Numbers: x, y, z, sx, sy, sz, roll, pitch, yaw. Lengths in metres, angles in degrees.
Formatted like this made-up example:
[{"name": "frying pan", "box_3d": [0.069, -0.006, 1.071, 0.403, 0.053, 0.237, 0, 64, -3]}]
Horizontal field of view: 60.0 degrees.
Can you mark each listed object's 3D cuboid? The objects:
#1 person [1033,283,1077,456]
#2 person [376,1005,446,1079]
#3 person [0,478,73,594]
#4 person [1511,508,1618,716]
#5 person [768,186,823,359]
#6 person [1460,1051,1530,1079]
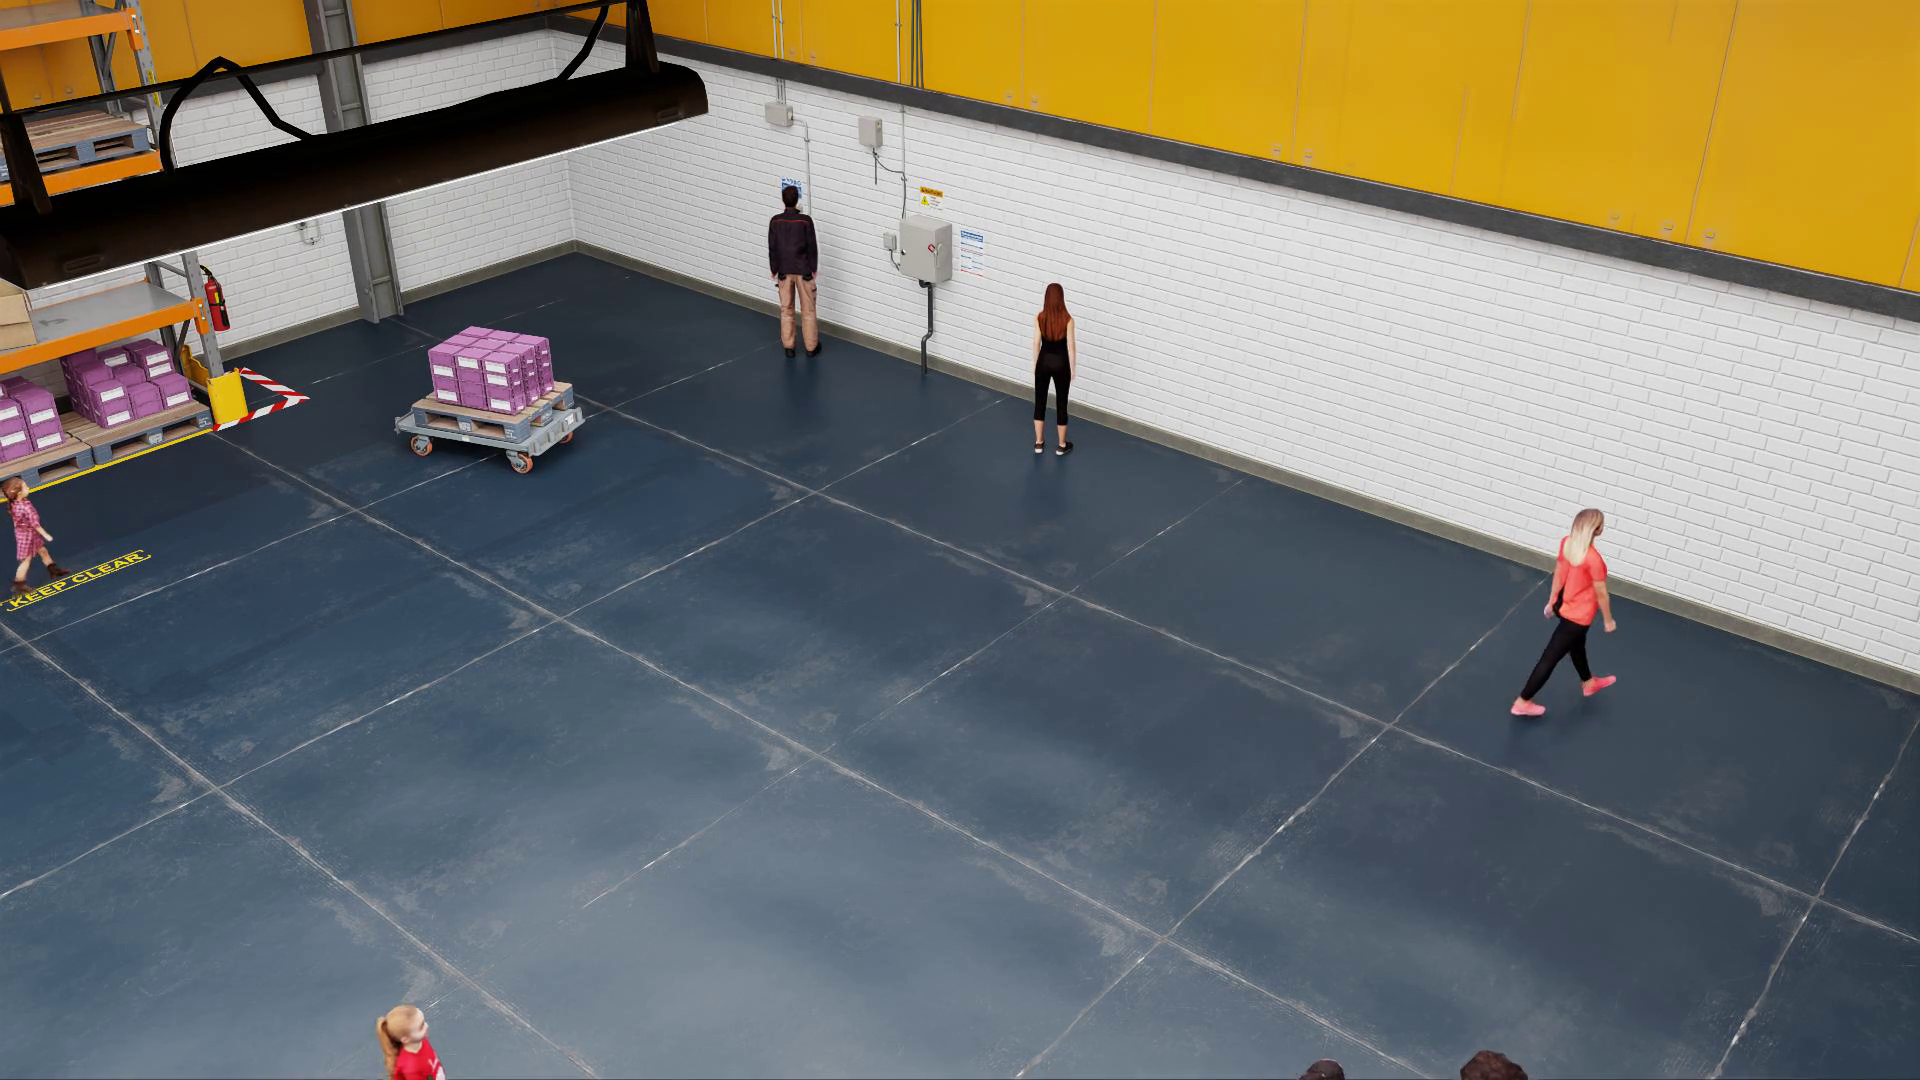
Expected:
[{"name": "person", "box_3d": [0.896, -1.657, 16.134, 0.631, 1.707, 0.624, 9, 30, 16]}, {"name": "person", "box_3d": [-2.751, 2.848, 8.327, 0.781, 1.274, 0.700, -6, 29, -10]}, {"name": "person", "box_3d": [-7.824, -0.033, 13.876, 0.439, 1.019, 0.727, 23, 36, 35]}, {"name": "person", "box_3d": [4.364, 0.573, 12.114, 1.188, 1.642, 1.059, -5, 29, -9]}, {"name": "person", "box_3d": [-1.815, -2.942, 18.262, 0.794, 1.925, 0.823, 1, 29, 3]}, {"name": "person", "box_3d": [2.320, 2.963, 7.582, 0.597, 1.787, 0.581, 23, 36, 35]}]
